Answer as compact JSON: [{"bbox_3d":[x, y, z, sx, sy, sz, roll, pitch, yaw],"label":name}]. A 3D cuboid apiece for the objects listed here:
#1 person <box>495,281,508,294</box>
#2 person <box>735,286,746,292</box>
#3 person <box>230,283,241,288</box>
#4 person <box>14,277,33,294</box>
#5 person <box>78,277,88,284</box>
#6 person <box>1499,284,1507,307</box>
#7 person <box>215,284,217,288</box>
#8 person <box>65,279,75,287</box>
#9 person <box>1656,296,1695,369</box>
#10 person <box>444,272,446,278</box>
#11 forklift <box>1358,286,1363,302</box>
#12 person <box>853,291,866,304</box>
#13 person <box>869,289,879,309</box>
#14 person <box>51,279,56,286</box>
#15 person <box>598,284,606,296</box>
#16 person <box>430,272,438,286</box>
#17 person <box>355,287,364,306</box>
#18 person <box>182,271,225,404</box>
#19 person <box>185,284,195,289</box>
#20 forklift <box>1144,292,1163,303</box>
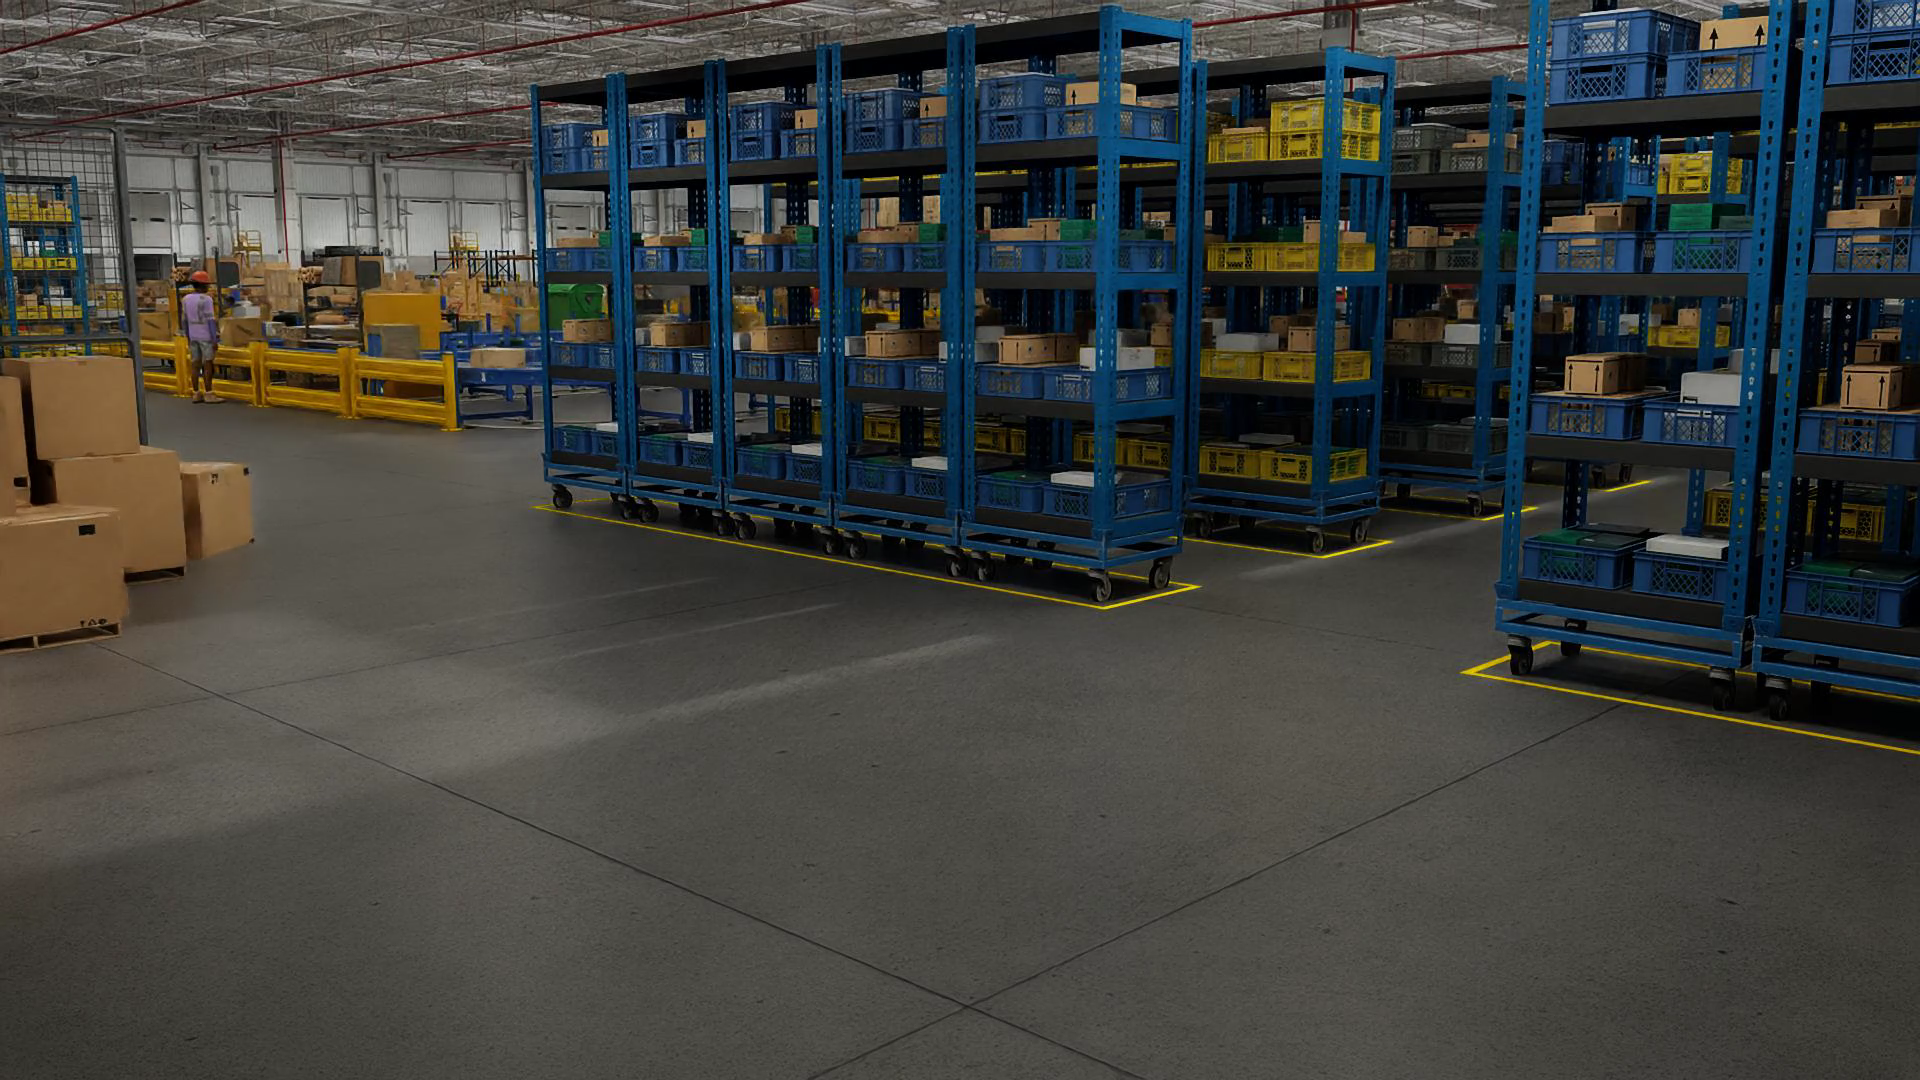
[{"bbox_3d":[-16.094,-8.299,58.481,0.537,1.693,0.320,5,11,30],"label":"person"},{"bbox_3d":[-8.391,-9.132,62.503,0.682,2.000,0.537,-1,9,-6],"label":"person"},{"bbox_3d":[-27.257,-9.083,62.573,0.587,1.920,0.391,5,11,28],"label":"person"},{"bbox_3d":[-29.842,-7.539,53.100,0.542,1.928,0.399,-9,13,-44],"label":"person"},{"bbox_3d":[-42.312,-11.913,80.161,0.633,1.841,0.429,-5,10,-27],"label":"person"},{"bbox_3d":[10.431,-4.146,32.297,0.670,1.925,0.506,-6,11,-32],"label":"person"},{"bbox_3d":[-33.055,-10.917,74.200,0.963,1.793,0.631,3,10,17],"label":"person"},{"bbox_3d":[-41.431,-11.531,77.495,0.601,1.948,0.387,-3,10,-20],"label":"person"},{"bbox_3d":[9.943,-2.586,23.196,0.815,1.788,0.598,-1,9,-7],"label":"person"},{"bbox_3d":[-27.686,-13.577,90.185,0.885,1.914,0.558,-9,13,-44],"label":"person"},{"bbox_3d":[11.100,-7.017,46.970,1.873,2.768,1.129,9,13,43],"label":"forklift"},{"bbox_3d":[-3.541,-8.587,60.035,0.711,1.741,0.547,9,13,43],"label":"person"},{"bbox_3d":[-3.350,-8.967,61.708,0.645,1.962,0.751,-4,10,-21],"label":"person"},{"bbox_3d":[-38.716,-10.355,71.035,0.878,1.701,0.497,0,9,-3],"label":"person"},{"bbox_3d":[-13.430,-9.087,62.545,0.373,1.934,0.551,2,9,10],"label":"person"},{"bbox_3d":[-26.978,-12.715,84.940,0.888,1.894,0.590,2,10,13],"label":"person"},{"bbox_3d":[-21.039,-8.377,58.479,0.746,1.850,0.535,-6,11,-31],"label":"person"},{"bbox_3d":[-11.639,-3.111,25.581,0.613,2.041,0.393,4,10,25],"label":"person"},{"bbox_3d":[-27.038,-8.383,58.482,0.503,1.862,0.329,5,10,27],"label":"person"},{"bbox_3d":[6.768,-9.731,63.610,1.873,2.768,1.129,9,13,43],"label":"forklift"}]
